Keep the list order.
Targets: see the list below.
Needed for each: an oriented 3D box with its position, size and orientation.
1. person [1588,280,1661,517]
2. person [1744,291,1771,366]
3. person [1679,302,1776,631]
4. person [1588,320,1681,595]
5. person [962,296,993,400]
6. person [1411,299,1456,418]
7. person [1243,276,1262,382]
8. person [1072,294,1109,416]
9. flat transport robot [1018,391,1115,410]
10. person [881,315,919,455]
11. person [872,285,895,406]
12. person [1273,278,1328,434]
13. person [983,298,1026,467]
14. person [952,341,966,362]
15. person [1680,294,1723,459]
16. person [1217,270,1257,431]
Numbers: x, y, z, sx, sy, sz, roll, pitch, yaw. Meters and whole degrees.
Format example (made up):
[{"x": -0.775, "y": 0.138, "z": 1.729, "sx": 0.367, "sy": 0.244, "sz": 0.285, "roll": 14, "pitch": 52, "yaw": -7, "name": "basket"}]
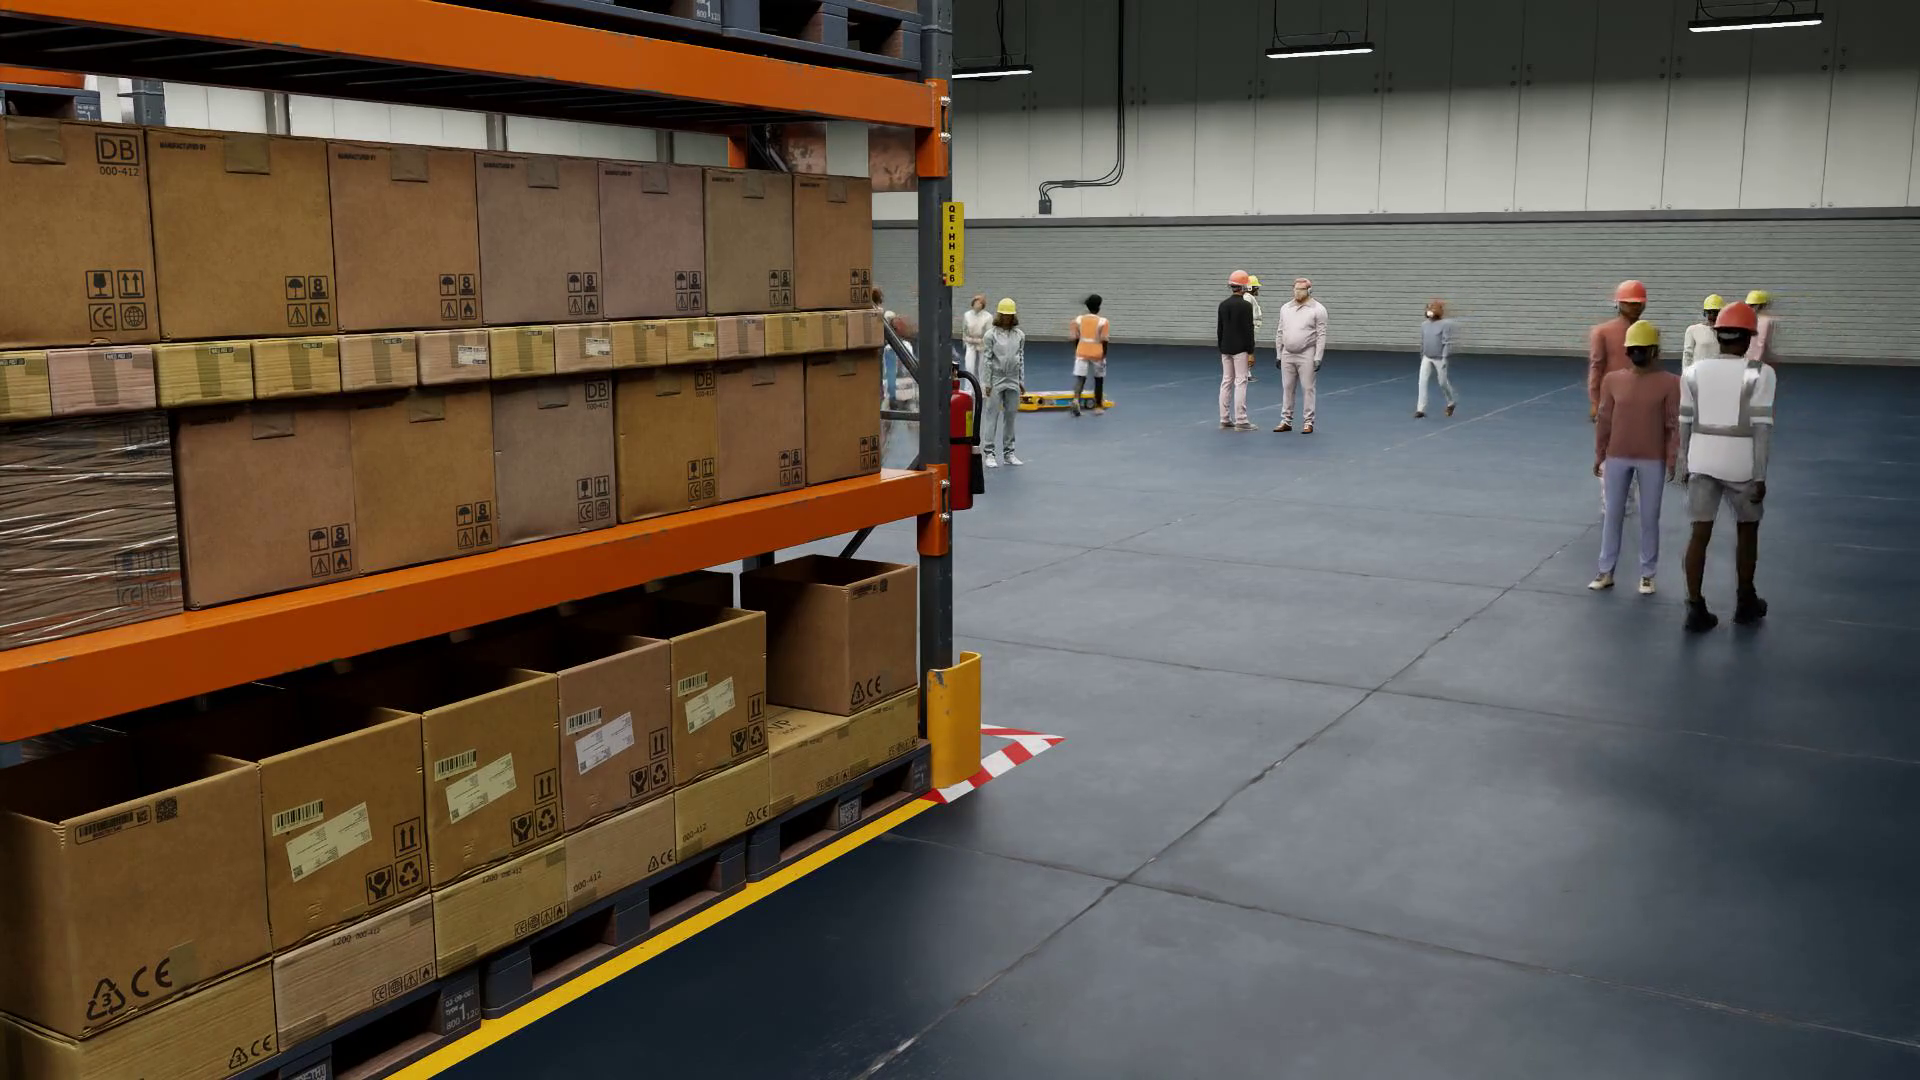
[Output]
[{"x": 5.520, "y": -1.164, "z": 13.833, "sx": 0.630, "sy": 1.974, "sz": 0.449, "roll": 0, "pitch": 10, "yaw": 0, "name": "person"}, {"x": 9.714, "y": -2.176, "z": 20.428, "sx": 0.598, "sy": 1.747, "sz": 0.528, "roll": -1, "pitch": 10, "yaw": -6, "name": "person"}, {"x": 4.537, "y": -0.436, "z": 9.789, "sx": 0.856, "sy": 1.898, "sz": 0.563, "roll": -9, "pitch": 13, "yaw": -44, "name": "person"}, {"x": 4.358, "y": -0.529, "z": 10.739, "sx": 0.532, "sy": 1.767, "sz": 0.325, "roll": 7, "pitch": 12, "yaw": 34, "name": "person"}, {"x": 0.251, "y": -2.863, "z": 24.924, "sx": 0.513, "sy": 1.571, "sz": 0.862, "roll": 3, "pitch": 10, "yaw": 16, "name": "person"}, {"x": 6.448, "y": -2.452, "z": 22.467, "sx": 0.778, "sy": 1.604, "sz": 0.500, "roll": -9, "pitch": 13, "yaw": -41, "name": "person"}, {"x": 5.040, "y": -3.661, "z": 28.880, "sx": 0.404, "sy": 1.832, "sz": 0.595, "roll": 1, "pitch": 10, "yaw": 8, "name": "person"}, {"x": 1.747, "y": -2.493, "z": 22.508, "sx": 0.527, "sy": 1.674, "sz": 0.752, "roll": 4, "pitch": 11, "yaw": 23, "name": "person"}, {"x": 1.428, "y": -2.003, "z": 23.741, "sx": 1.431, "sy": 0.197, "sz": 0.652, "roll": -4, "pitch": 10, "yaw": -22, "name": "flat transport robot"}, {"x": -0.637, "y": -1.421, "z": 16.455, "sx": 0.856, "sy": 1.586, "sz": 0.537, "roll": 5, "pitch": 11, "yaw": 26, "name": "person"}, {"x": -1.048, "y": -2.270, "z": 20.795, "sx": 0.515, "sy": 1.824, "sz": 0.807, "roll": -1, "pitch": 10, "yaw": -5, "name": "person"}, {"x": 4.175, "y": -2.268, "z": 20.497, "sx": 0.642, "sy": 1.913, "sz": 0.409, "roll": 7, "pitch": 12, "yaw": 36, "name": "person"}, {"x": 0.471, "y": -1.625, "z": 17.230, "sx": 0.488, "sy": 1.740, "sz": 0.318, "roll": -5, "pitch": 11, "yaw": -28, "name": "person"}, {"x": -0.255, "y": -4.395, "z": 33.855, "sx": 0.825, "sy": 1.585, "sz": 0.523, "roll": 1, "pitch": 10, "yaw": 4, "name": "person"}, {"x": 8.012, "y": -1.740, "z": 17.825, "sx": 0.523, "sy": 1.769, "sz": 0.320, "roll": 2, "pitch": 10, "yaw": 14, "name": "person"}, {"x": 3.466, "y": -2.360, "z": 20.784, "sx": 0.374, "sy": 1.997, "sz": 0.608, "roll": -6, "pitch": 11, "yaw": -32, "name": "person"}]
